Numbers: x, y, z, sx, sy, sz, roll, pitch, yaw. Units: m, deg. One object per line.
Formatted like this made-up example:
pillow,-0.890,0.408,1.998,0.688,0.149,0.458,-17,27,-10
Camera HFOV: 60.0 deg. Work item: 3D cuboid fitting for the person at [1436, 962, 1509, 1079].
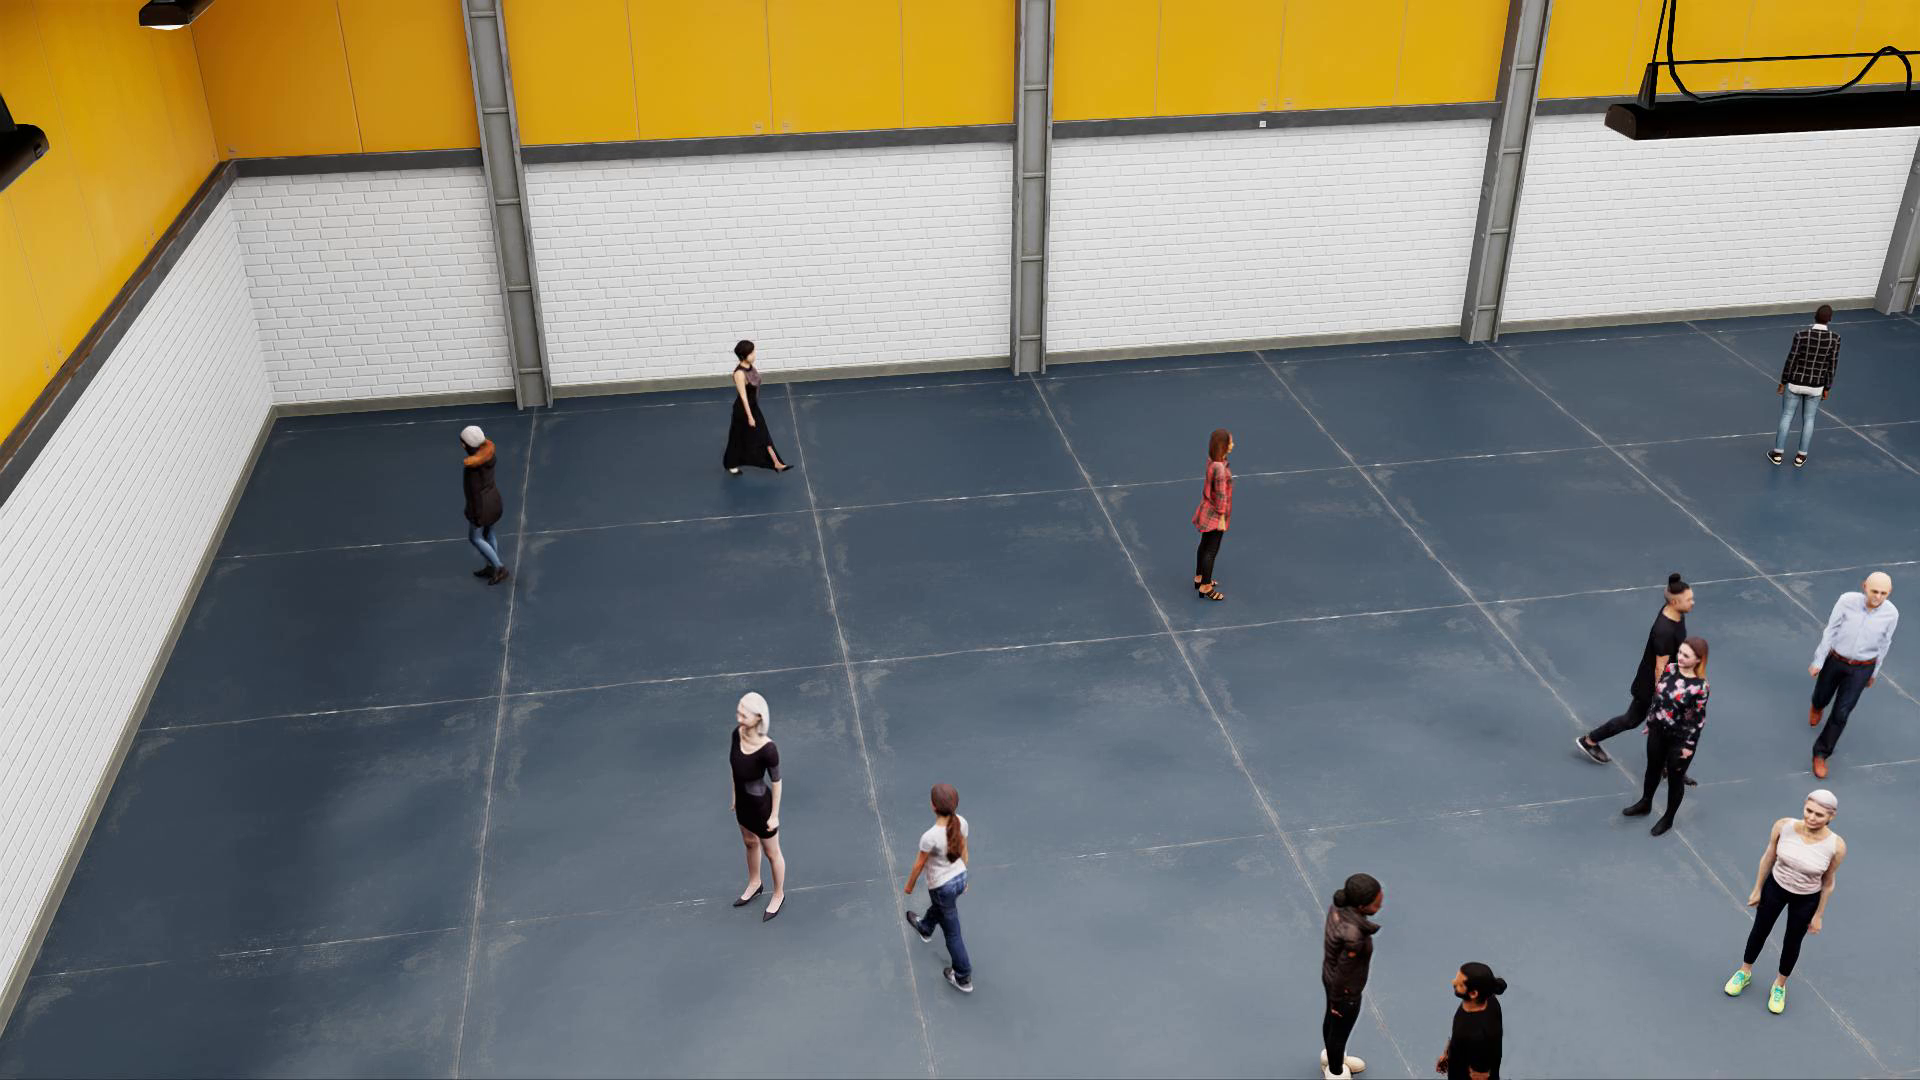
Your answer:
person,2.948,3.106,9.346,0.827,1.738,0.814,8,30,15

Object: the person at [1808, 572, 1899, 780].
person,7.036,0.981,13.211,1.107,1.767,1.098,15,32,25

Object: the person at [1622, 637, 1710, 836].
person,5.348,1.443,12.451,0.597,1.684,0.633,-13,31,-23

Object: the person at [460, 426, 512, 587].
person,-4.476,-0.331,15.757,0.775,1.633,0.725,5,29,9

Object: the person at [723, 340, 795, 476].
person,-2.354,-1.369,17.737,1.113,1.558,0.889,7,29,13

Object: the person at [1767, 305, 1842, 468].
person,9.165,-1.681,18.037,0.653,1.819,0.804,8,30,15

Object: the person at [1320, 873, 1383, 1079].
person,2.330,2.709,10.155,0.606,1.661,0.663,-5,29,-8

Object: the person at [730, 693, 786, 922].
person,-1.412,1.843,11.567,0.644,1.829,0.688,22,35,34

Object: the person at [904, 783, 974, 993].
person,-0.050,2.319,11.007,0.999,1.528,0.956,-25,37,-38

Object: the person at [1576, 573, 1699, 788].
person,5.362,1.068,12.991,1.257,1.826,1.186,18,33,30

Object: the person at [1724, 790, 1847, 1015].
person,5.416,2.315,10.833,0.682,1.702,0.731,21,35,33

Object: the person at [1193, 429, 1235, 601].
person,2.377,-0.258,15.550,0.580,1.702,0.636,-2,29,-3
